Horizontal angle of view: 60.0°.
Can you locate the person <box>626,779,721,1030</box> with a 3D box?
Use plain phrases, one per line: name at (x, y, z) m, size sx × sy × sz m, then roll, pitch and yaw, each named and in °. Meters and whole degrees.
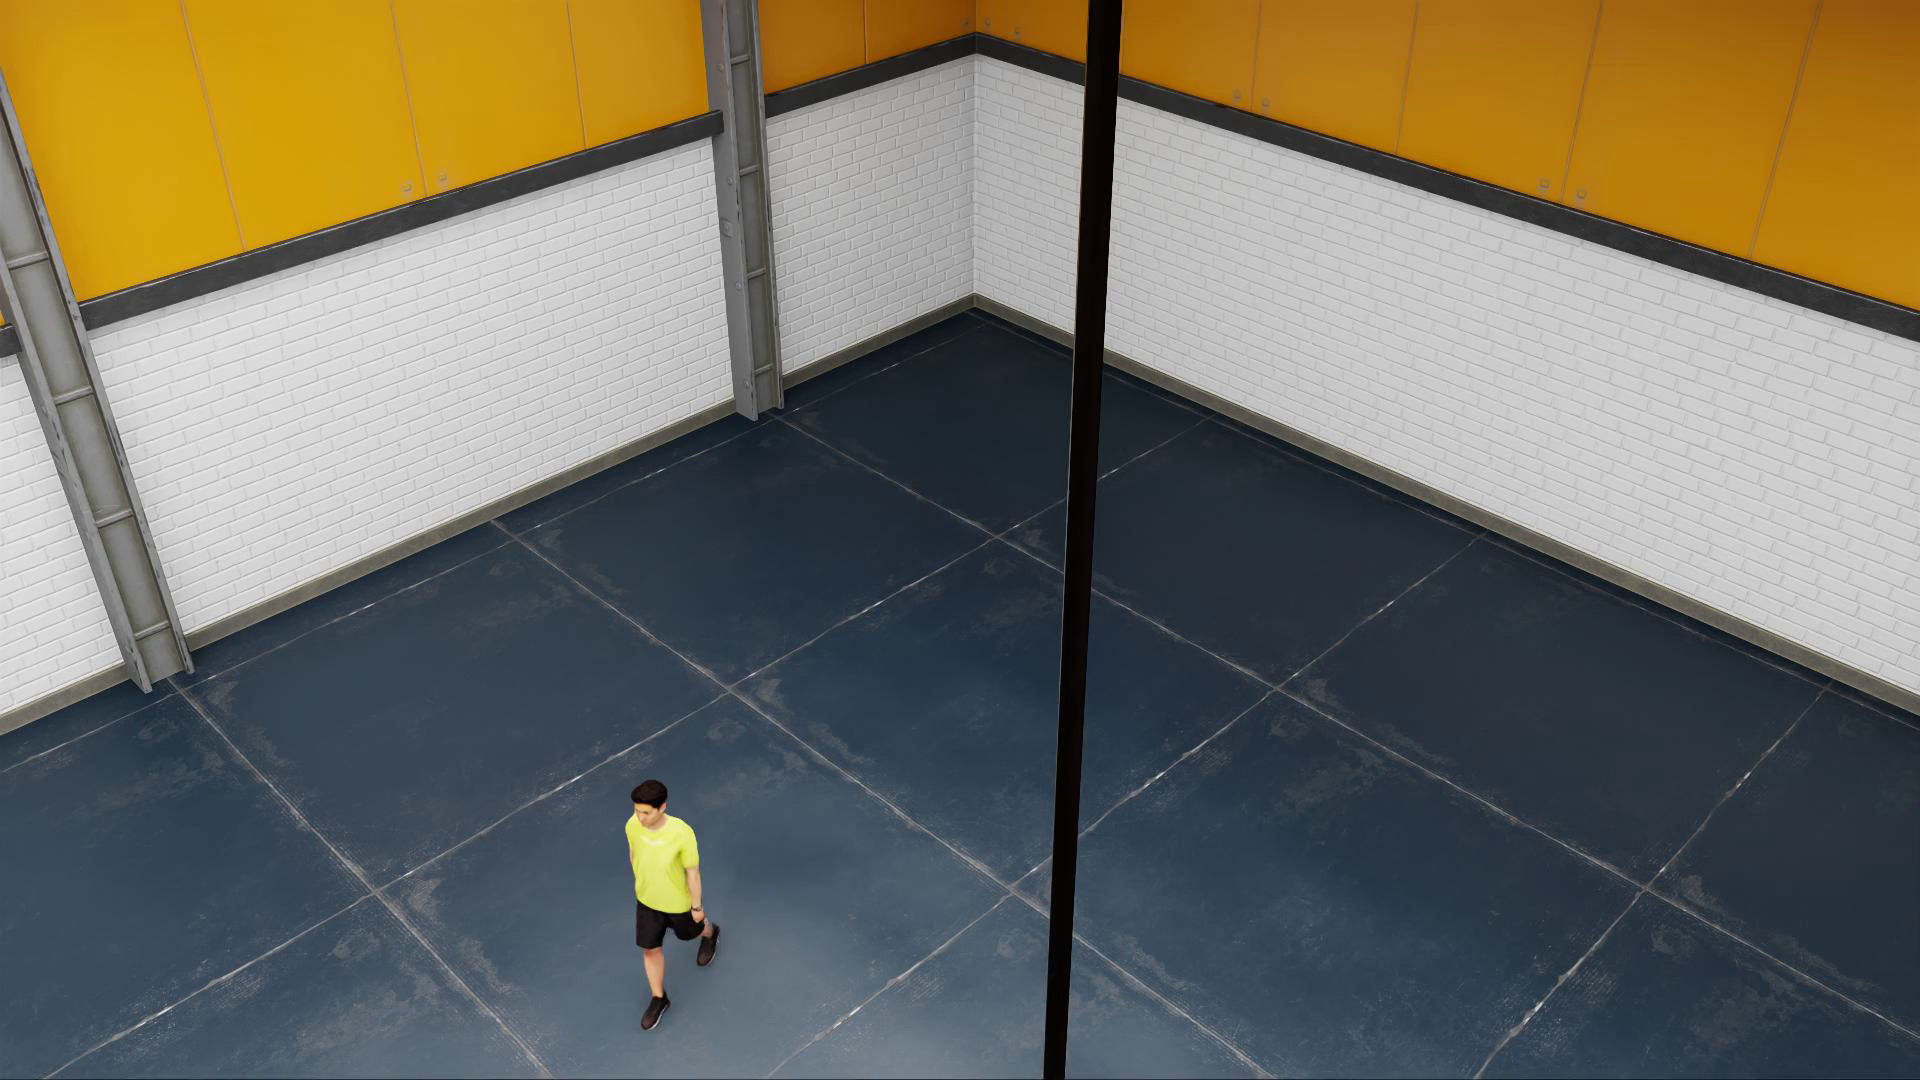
person at (-1.711, 2.059, 9.946) m, size 0.956 × 1.676 × 1.169 m, roll 9°, pitch 35°, yaw 14°
